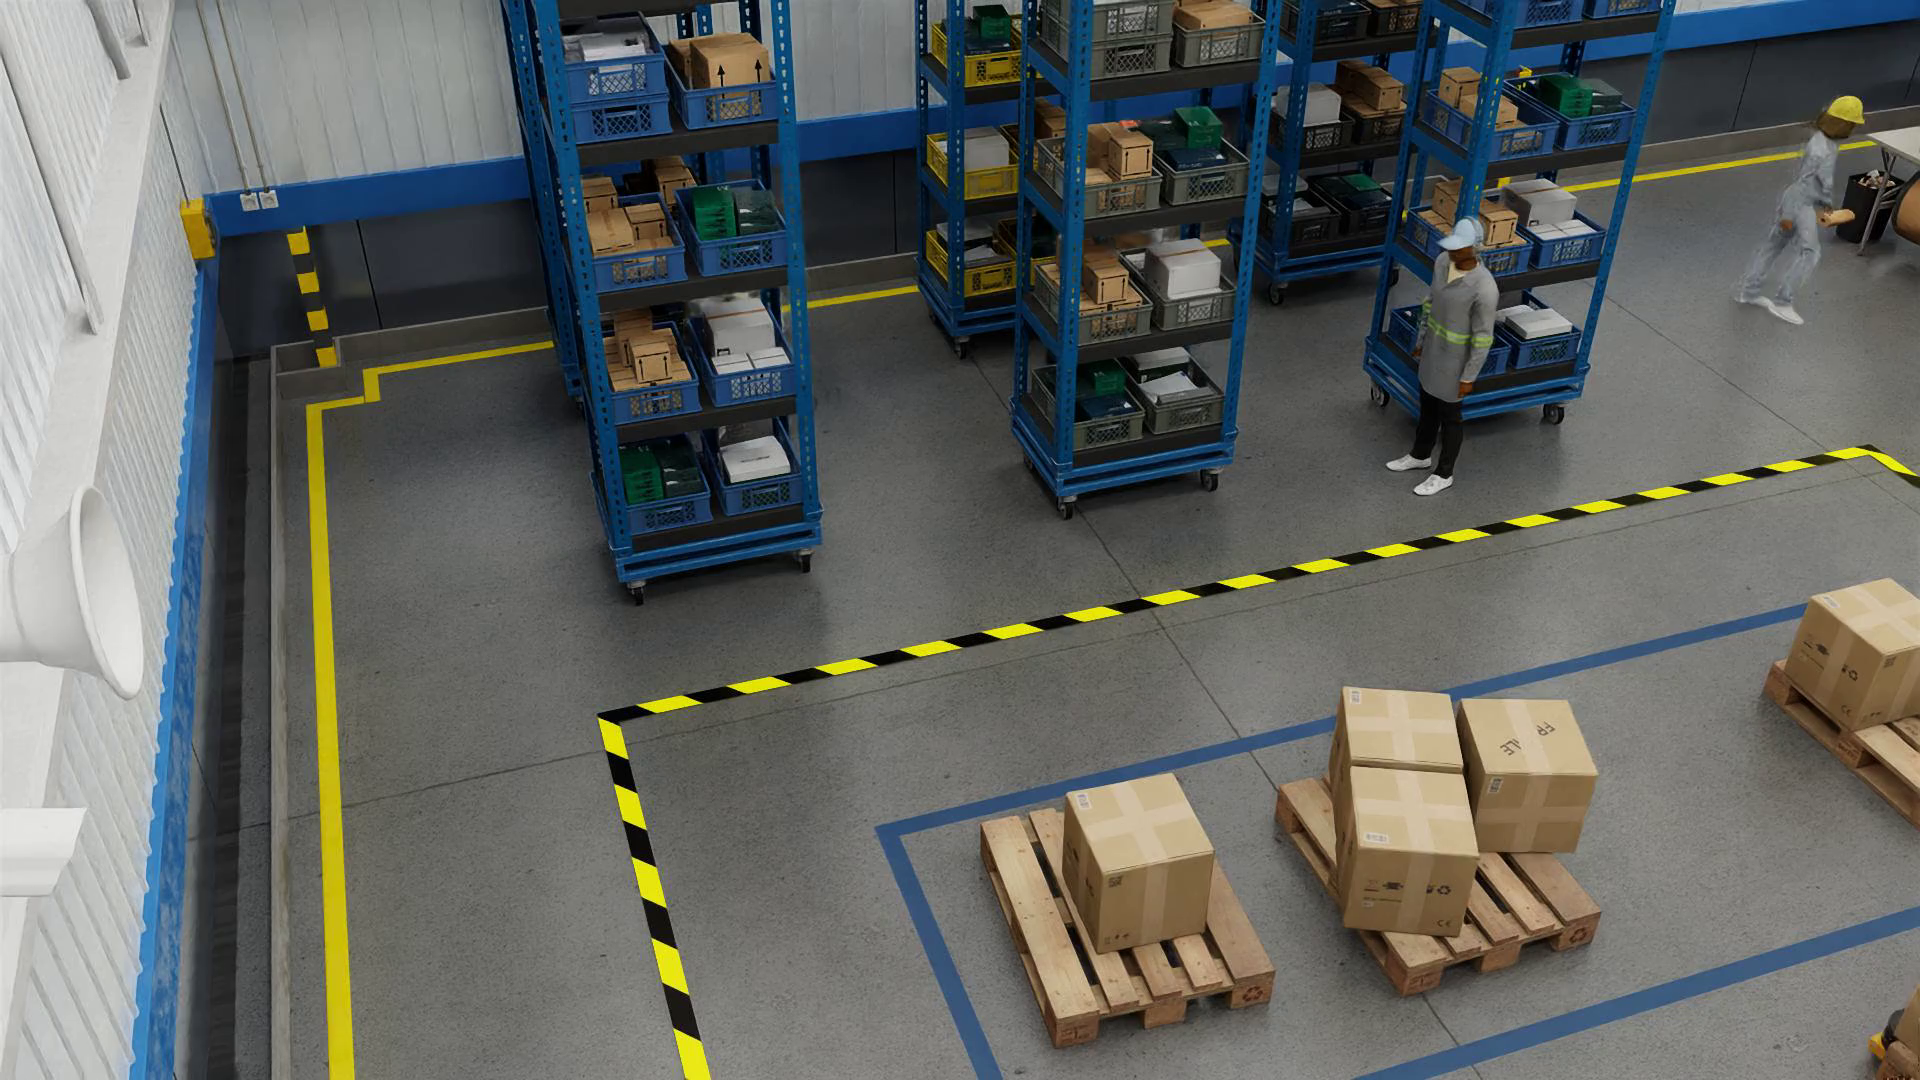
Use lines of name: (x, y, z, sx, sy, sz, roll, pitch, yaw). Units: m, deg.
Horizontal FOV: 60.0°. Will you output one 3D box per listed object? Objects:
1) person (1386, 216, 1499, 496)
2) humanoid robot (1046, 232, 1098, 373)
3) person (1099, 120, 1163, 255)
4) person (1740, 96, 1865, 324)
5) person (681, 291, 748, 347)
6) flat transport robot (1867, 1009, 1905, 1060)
person: (2.989, -1.136, 10.292, 0.389, 1.850, 0.599, -11, 37, -16)
humanoid robot: (0.799, -1.616, 11.134, 0.623, 1.636, 0.589, -8, 36, -11)
person: (1.125, -1.990, 11.467, 0.853, 1.888, 0.581, -15, 38, -20)
person: (6.266, -2.447, 12.272, 0.636, 1.715, 0.491, 17, 39, 23)
person: (-1.558, -1.247, 10.473, 0.529, 1.828, 0.558, -22, 41, -28)
flat transport robot: (4.484, 2.380, 6.658, 0.652, 0.197, 1.431, -16, 38, -21)
